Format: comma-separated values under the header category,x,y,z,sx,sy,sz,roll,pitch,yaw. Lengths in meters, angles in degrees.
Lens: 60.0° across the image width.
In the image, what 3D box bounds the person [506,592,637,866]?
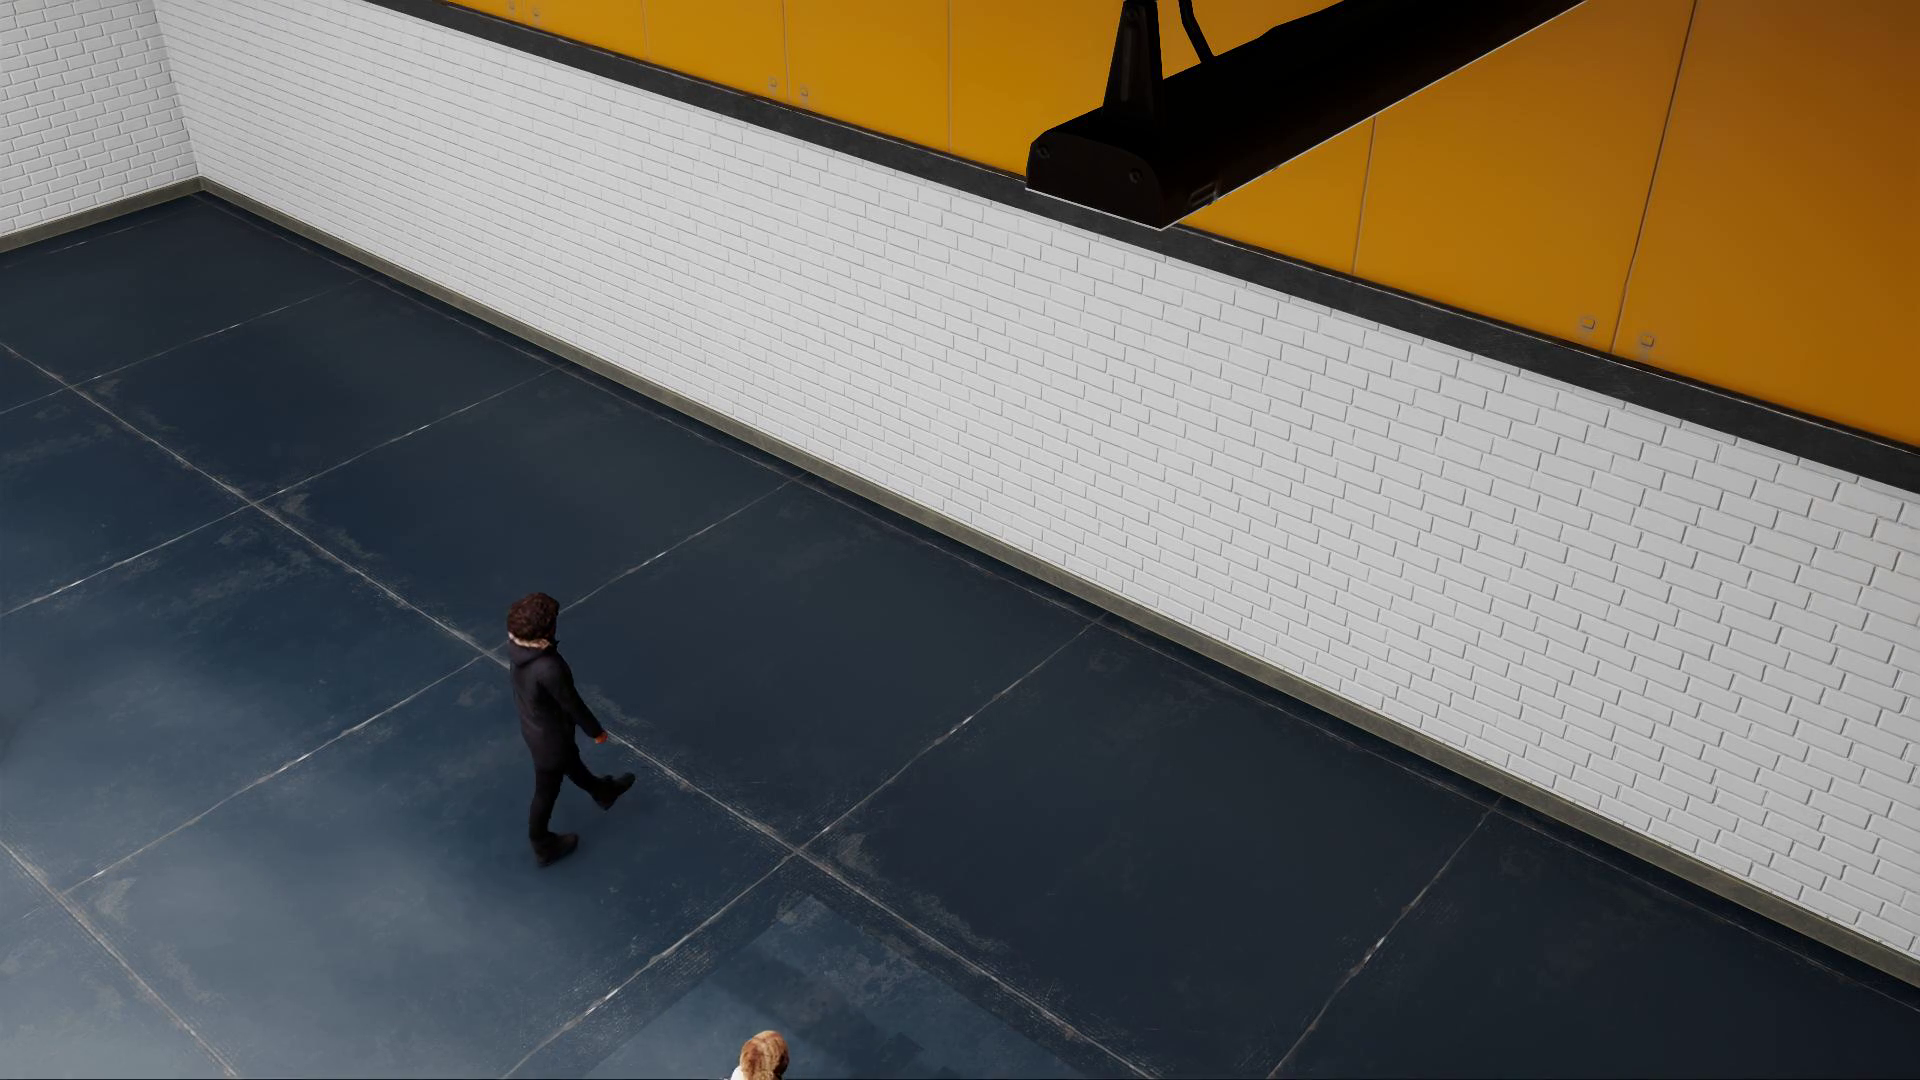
category,x,y,z,sx,sy,sz,roll,pitch,yaw
person,-2.389,1.123,9.393,1.054,1.740,0.737,-25,41,-32
